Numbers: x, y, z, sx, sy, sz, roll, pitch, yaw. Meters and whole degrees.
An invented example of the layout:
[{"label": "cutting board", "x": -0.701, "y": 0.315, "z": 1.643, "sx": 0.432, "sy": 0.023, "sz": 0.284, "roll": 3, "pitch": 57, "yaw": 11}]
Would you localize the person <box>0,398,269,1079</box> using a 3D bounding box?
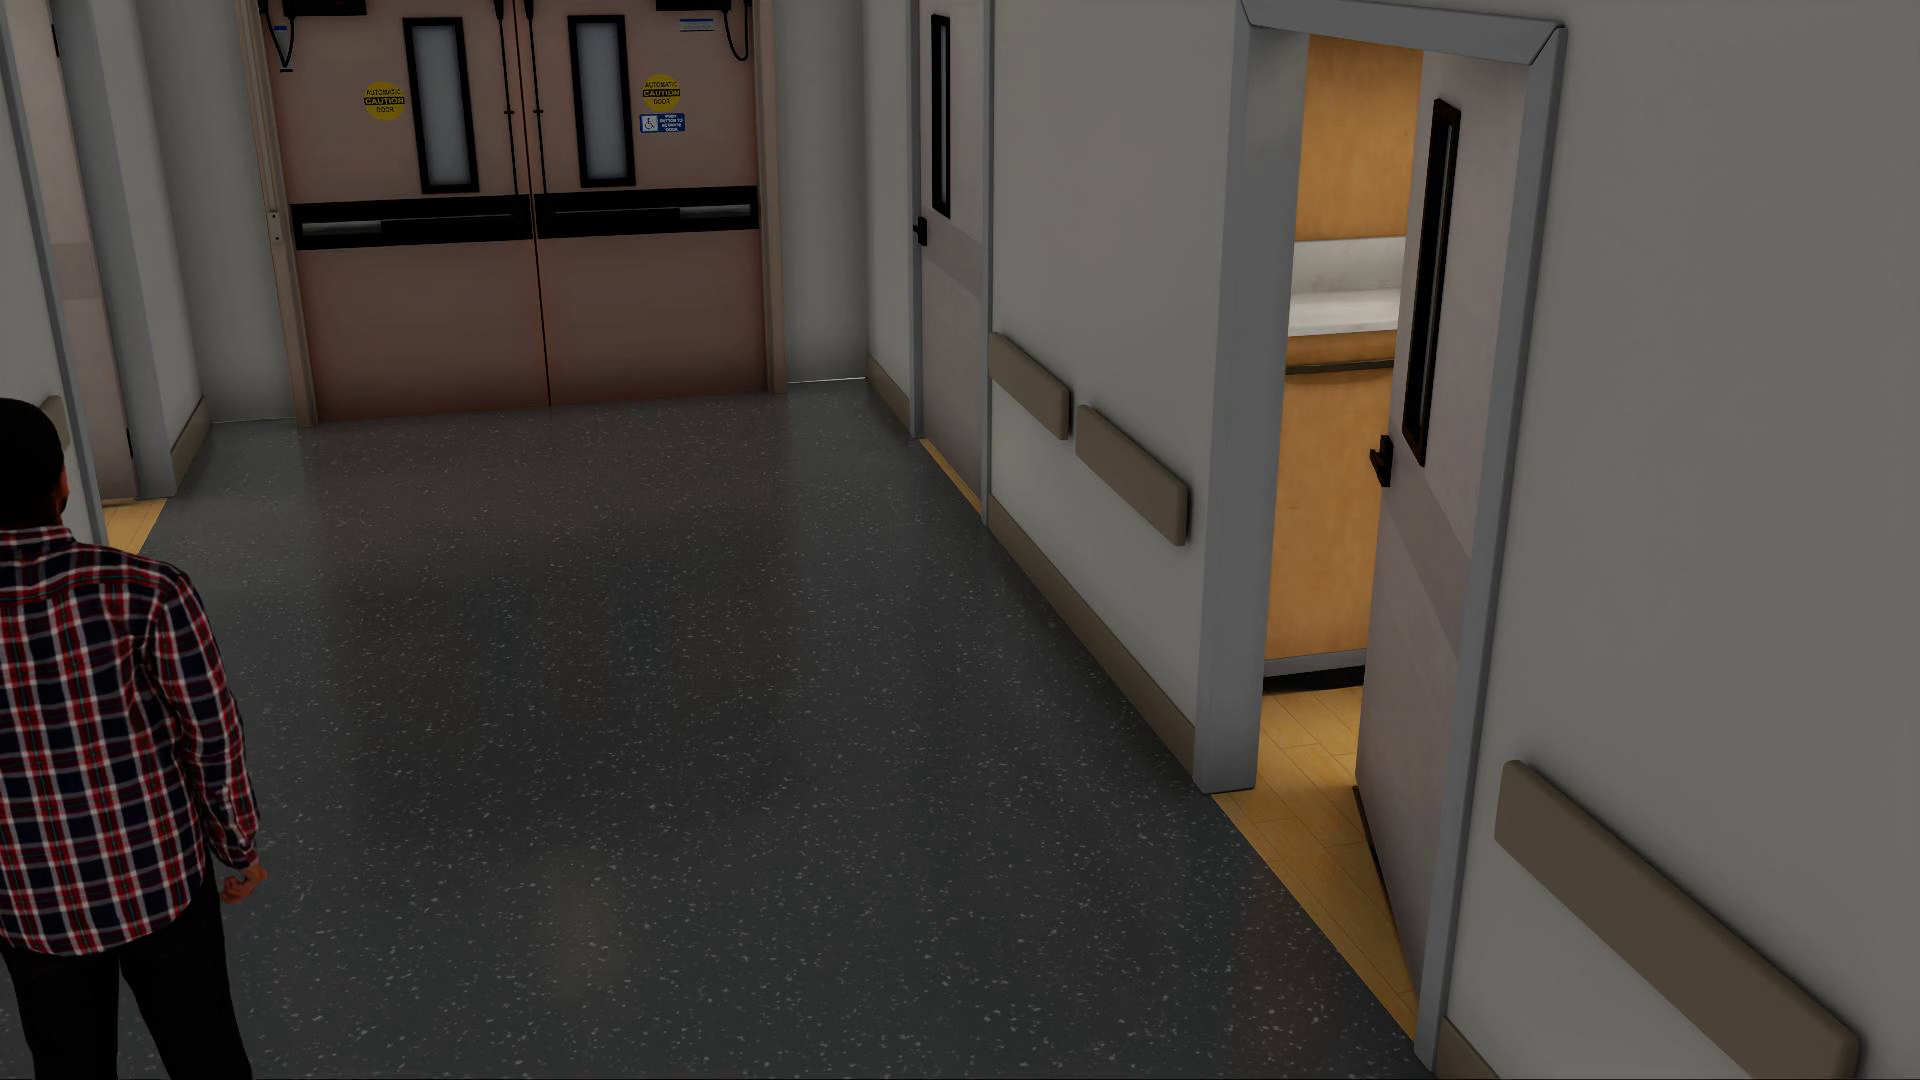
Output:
[{"label": "person", "x": -1.553, "y": 0.588, "z": 2.996, "sx": 0.718, "sy": 1.761, "sz": 0.617, "roll": -8, "pitch": 22, "yaw": -20}]
